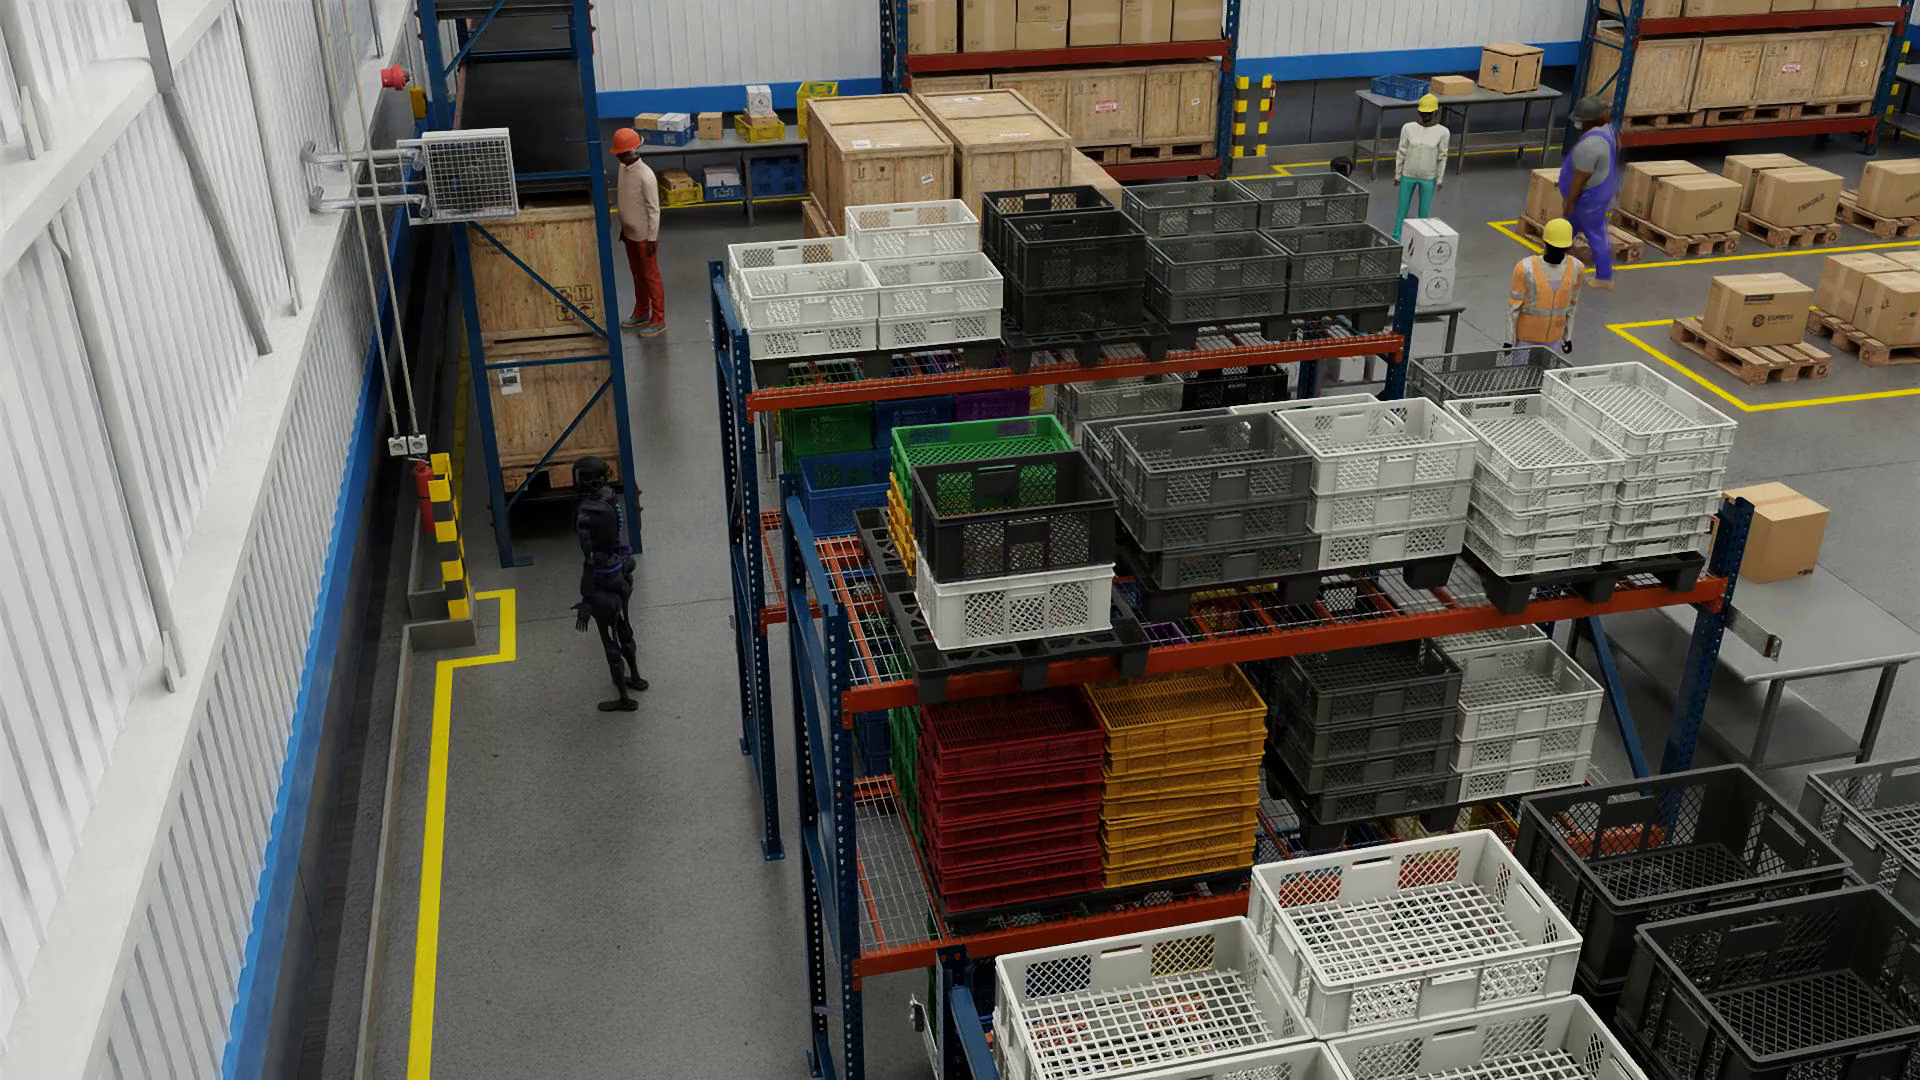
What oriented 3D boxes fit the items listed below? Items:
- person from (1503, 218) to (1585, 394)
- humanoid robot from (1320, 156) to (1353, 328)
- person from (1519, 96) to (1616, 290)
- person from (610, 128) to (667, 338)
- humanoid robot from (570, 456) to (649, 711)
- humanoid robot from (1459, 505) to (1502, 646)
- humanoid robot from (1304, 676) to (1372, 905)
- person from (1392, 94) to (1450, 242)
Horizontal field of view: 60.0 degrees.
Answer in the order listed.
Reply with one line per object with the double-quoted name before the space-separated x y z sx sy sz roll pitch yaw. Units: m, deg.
"person" 4.688 -1.666 13.430 0.591 1.925 0.382 -3 28 -6
"humanoid robot" 3.545 -2.868 15.975 0.352 1.649 0.569 -2 28 -3
"person" 6.361 -3.592 16.963 0.997 2.000 0.750 13 30 23
"person" -3.049 -2.908 15.724 0.388 1.986 0.608 -21 34 -34
"humanoid robot" -2.138 0.256 10.035 0.320 1.657 0.611 4 28 8
"humanoid robot" 3.488 -0.072 10.728 0.766 1.637 0.573 -24 36 -37
"humanoid robot" 1.988 1.167 8.336 0.607 1.627 0.607 -20 34 -33
"person" 4.916 -3.890 17.819 0.522 1.769 0.316 10 29 17
